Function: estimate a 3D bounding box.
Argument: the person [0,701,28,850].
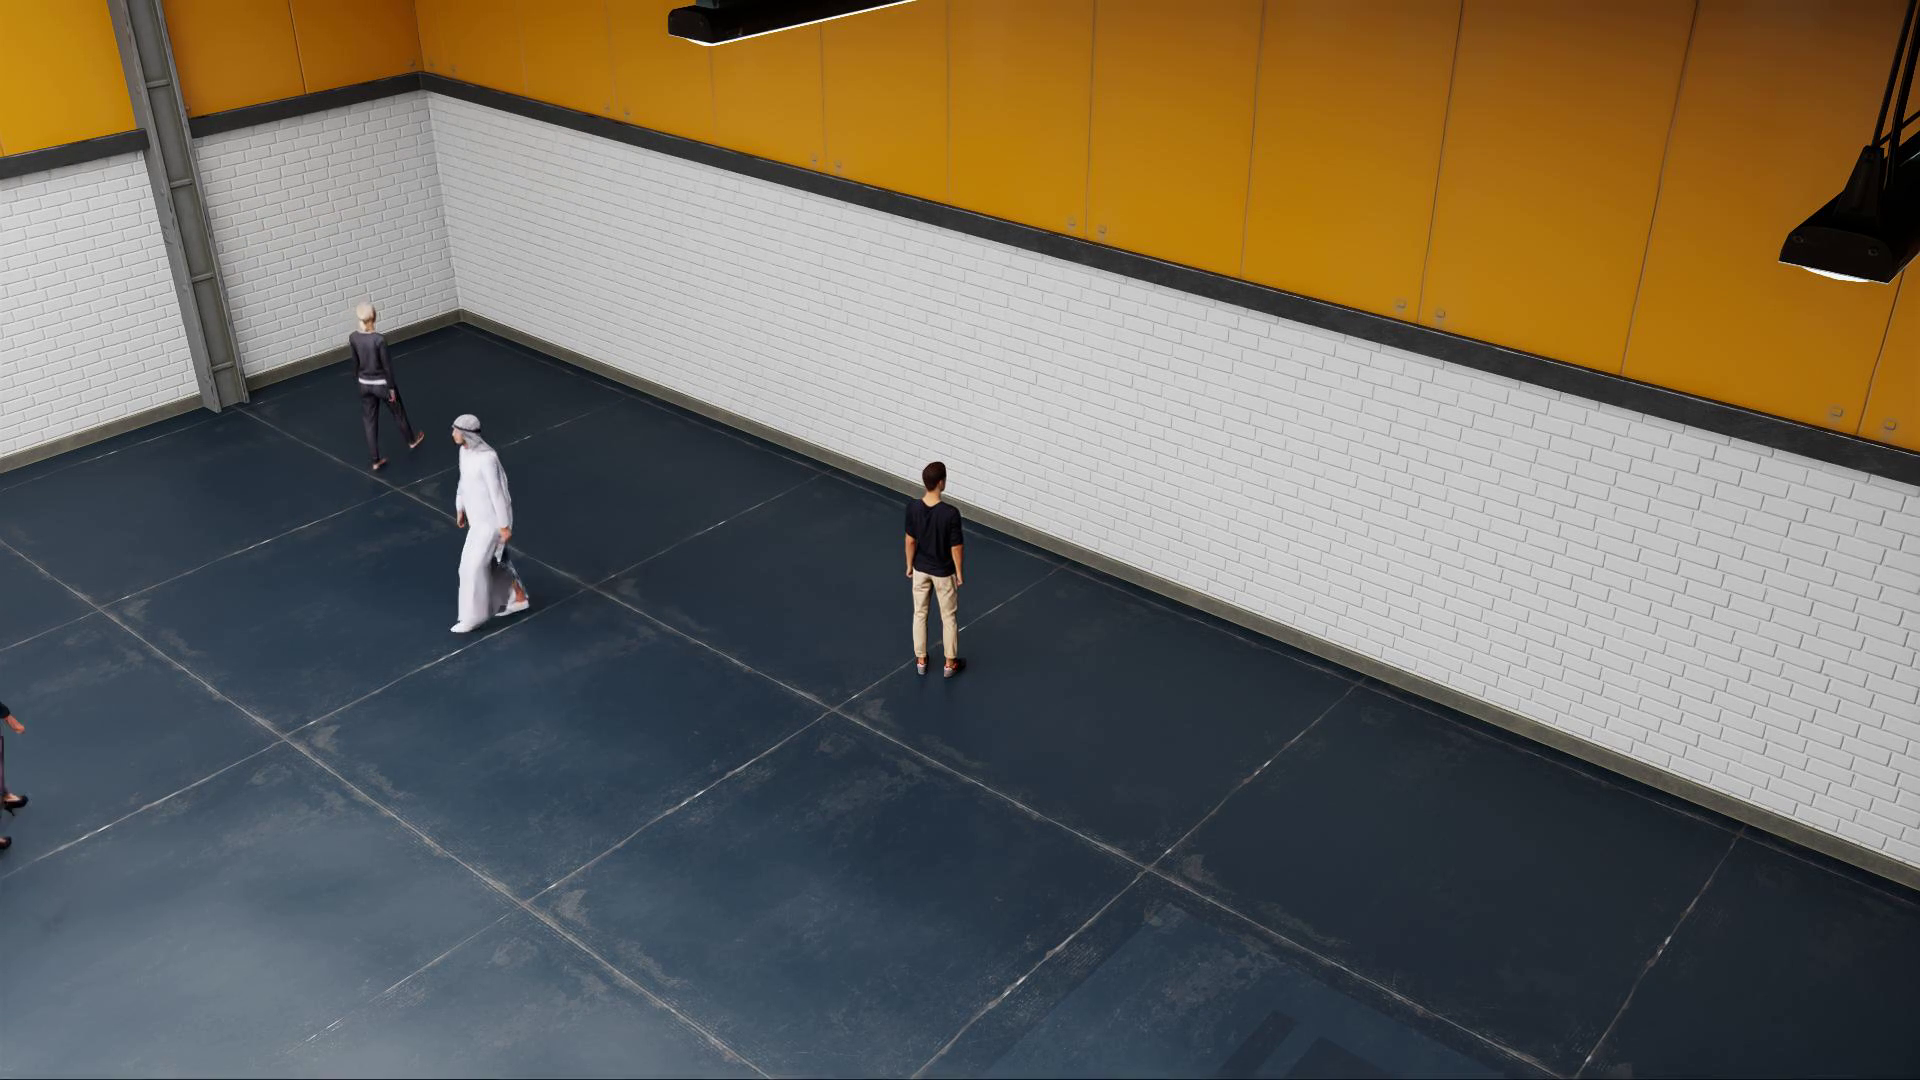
[{"bbox_3d":[-6.705,1.415,11.291,0.865,1.645,0.971,2,29,4],"label":"person"}]

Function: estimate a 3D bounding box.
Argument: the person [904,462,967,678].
[{"bbox_3d":[-0.202,0.245,13.220,0.700,1.852,0.669,8,30,15],"label":"person"}]

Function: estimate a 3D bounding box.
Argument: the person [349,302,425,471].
[{"bbox_3d":[-5.867,-1.513,16.604,0.939,1.697,1.104,4,29,8],"label":"person"}]

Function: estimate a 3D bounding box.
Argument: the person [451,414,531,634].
[{"bbox_3d":[-3.892,-0.190,13.964,1.072,1.904,0.870,-20,34,-32],"label":"person"}]
